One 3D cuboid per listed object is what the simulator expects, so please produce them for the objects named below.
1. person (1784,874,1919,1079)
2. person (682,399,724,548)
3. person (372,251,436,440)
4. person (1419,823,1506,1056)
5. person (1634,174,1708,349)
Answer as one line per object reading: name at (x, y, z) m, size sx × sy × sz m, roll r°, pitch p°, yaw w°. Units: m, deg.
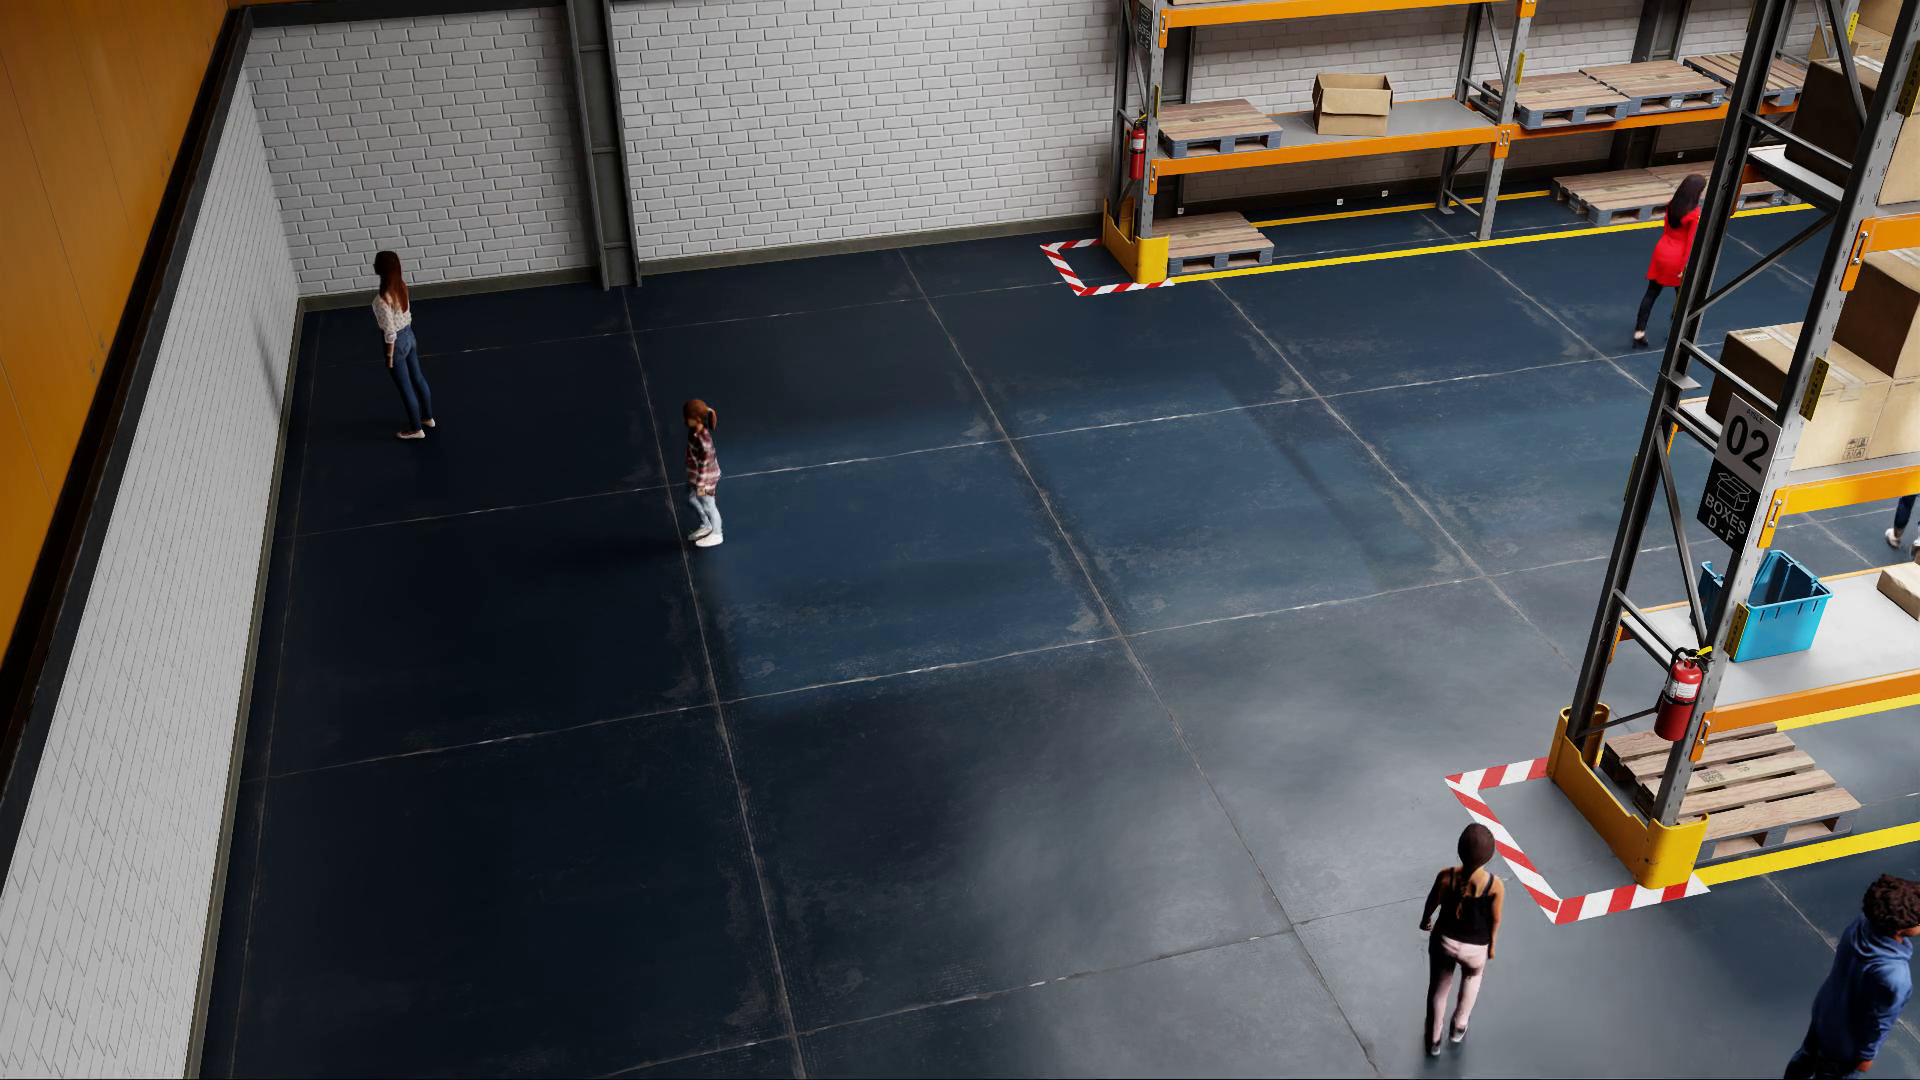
person at (4.380, 2.356, 8.184) m, size 0.721 × 1.810 × 0.750 m, roll 6°, pitch 34°, yaw 9°
person at (-1.949, -0.529, 12.987) m, size 0.551 × 1.299 × 0.566 m, roll -12°, pitch 36°, yaw -18°
person at (-4.826, -1.688, 14.344) m, size 0.648 × 1.727 × 0.654 m, roll 7°, pitch 34°, yaw 10°
person at (2.617, 2.150, 8.722) m, size 0.668 × 1.557 × 0.735 m, roll 11°, pitch 35°, yaw 16°
person at (6.660, -2.606, 15.732) m, size 0.949 × 1.719 × 0.727 m, roll -16°, pitch 37°, yaw -23°
